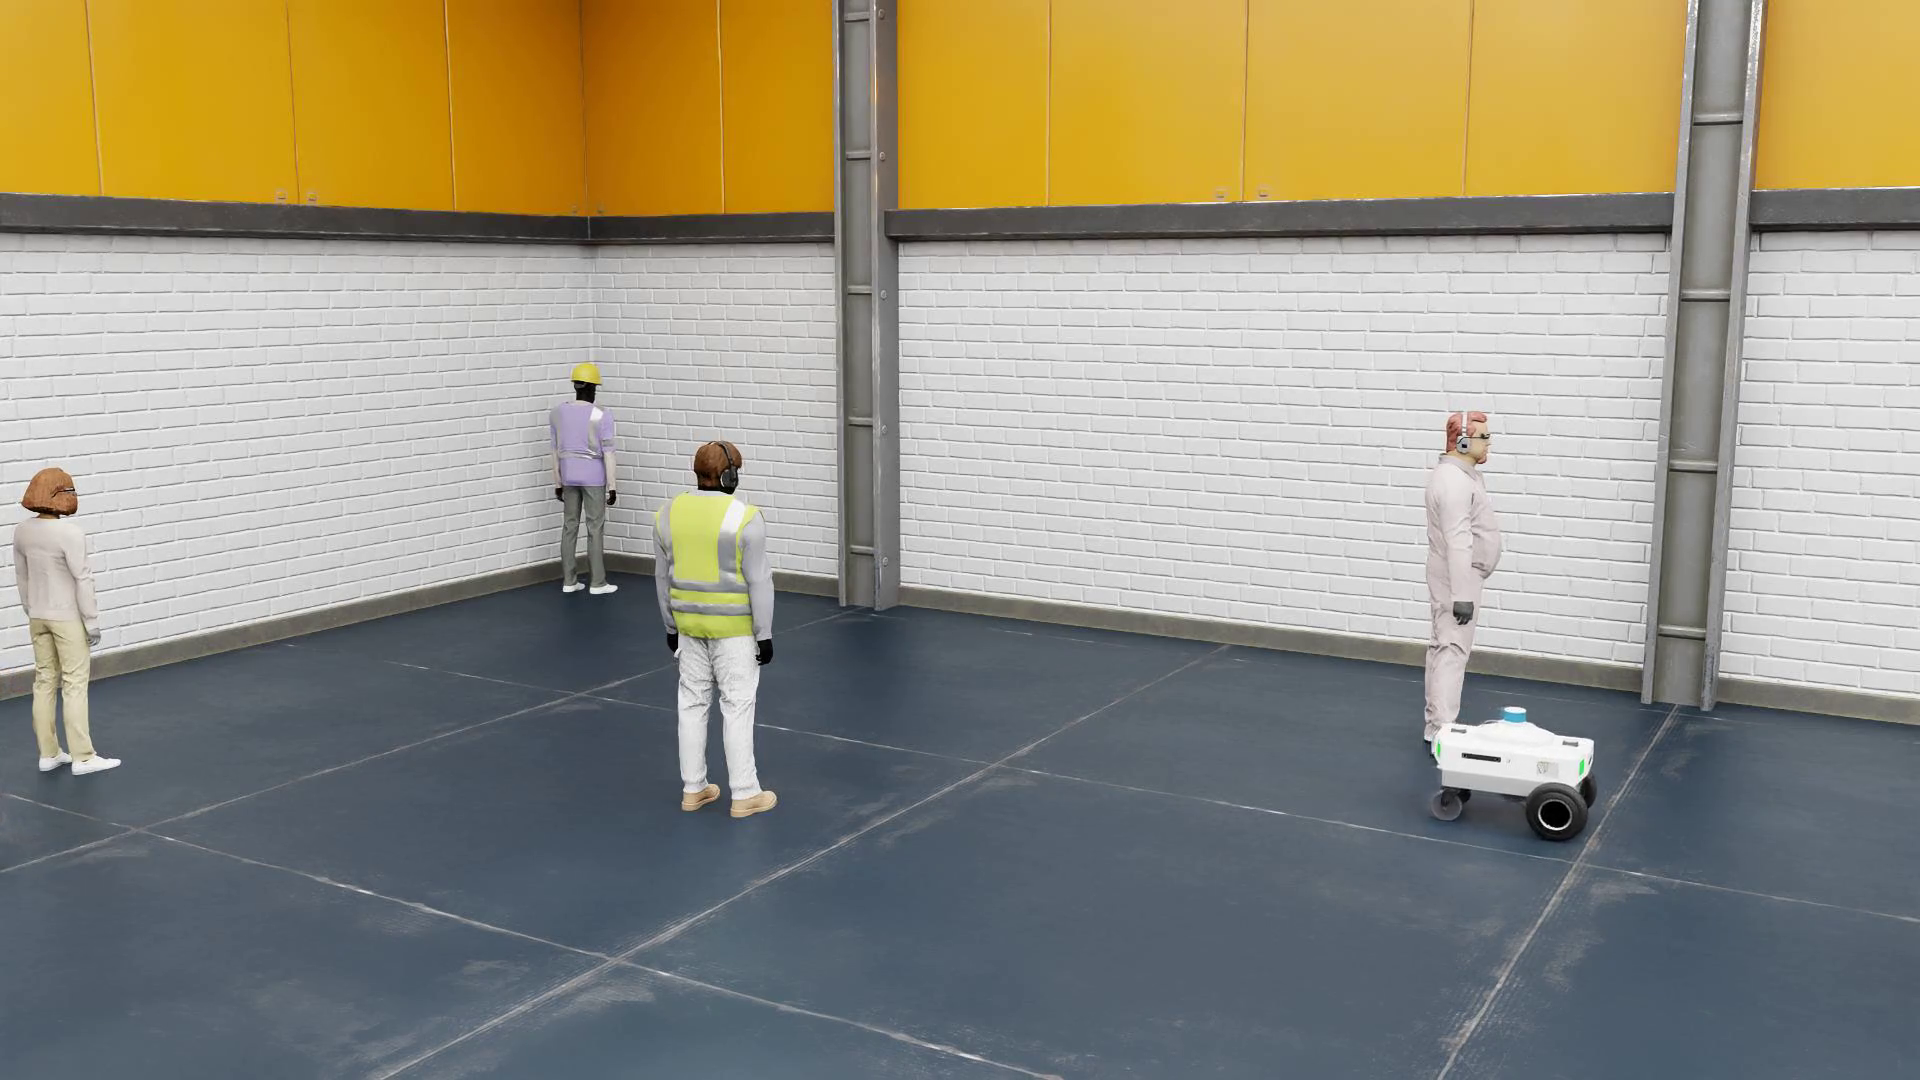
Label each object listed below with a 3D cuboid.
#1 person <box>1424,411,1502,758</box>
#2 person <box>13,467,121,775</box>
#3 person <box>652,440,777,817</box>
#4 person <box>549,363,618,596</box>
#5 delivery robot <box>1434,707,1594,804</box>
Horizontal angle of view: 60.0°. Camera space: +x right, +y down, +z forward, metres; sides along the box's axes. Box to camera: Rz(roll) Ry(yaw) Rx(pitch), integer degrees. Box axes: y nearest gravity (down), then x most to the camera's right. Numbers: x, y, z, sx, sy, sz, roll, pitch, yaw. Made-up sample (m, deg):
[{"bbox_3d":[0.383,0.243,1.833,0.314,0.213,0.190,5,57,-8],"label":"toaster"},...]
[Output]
[{"bbox_3d":[2.742,0.246,9.103,0.408,1.909,0.642,2,9,11],"label":"person"},{"bbox_3d":[-4.755,0.430,8.806,0.502,1.633,0.280,4,10,21],"label":"person"},{"bbox_3d":[-1.177,0.431,8.150,0.634,1.841,0.429,4,10,25],"label":"person"},{"bbox_3d":[-3.088,-0.499,13.723,0.585,1.919,0.388,3,9,16],"label":"person"},{"bbox_3d":[2.660,1.049,8.008,0.707,0.478,0.477,4,10,26],"label":"delivery robot"}]
